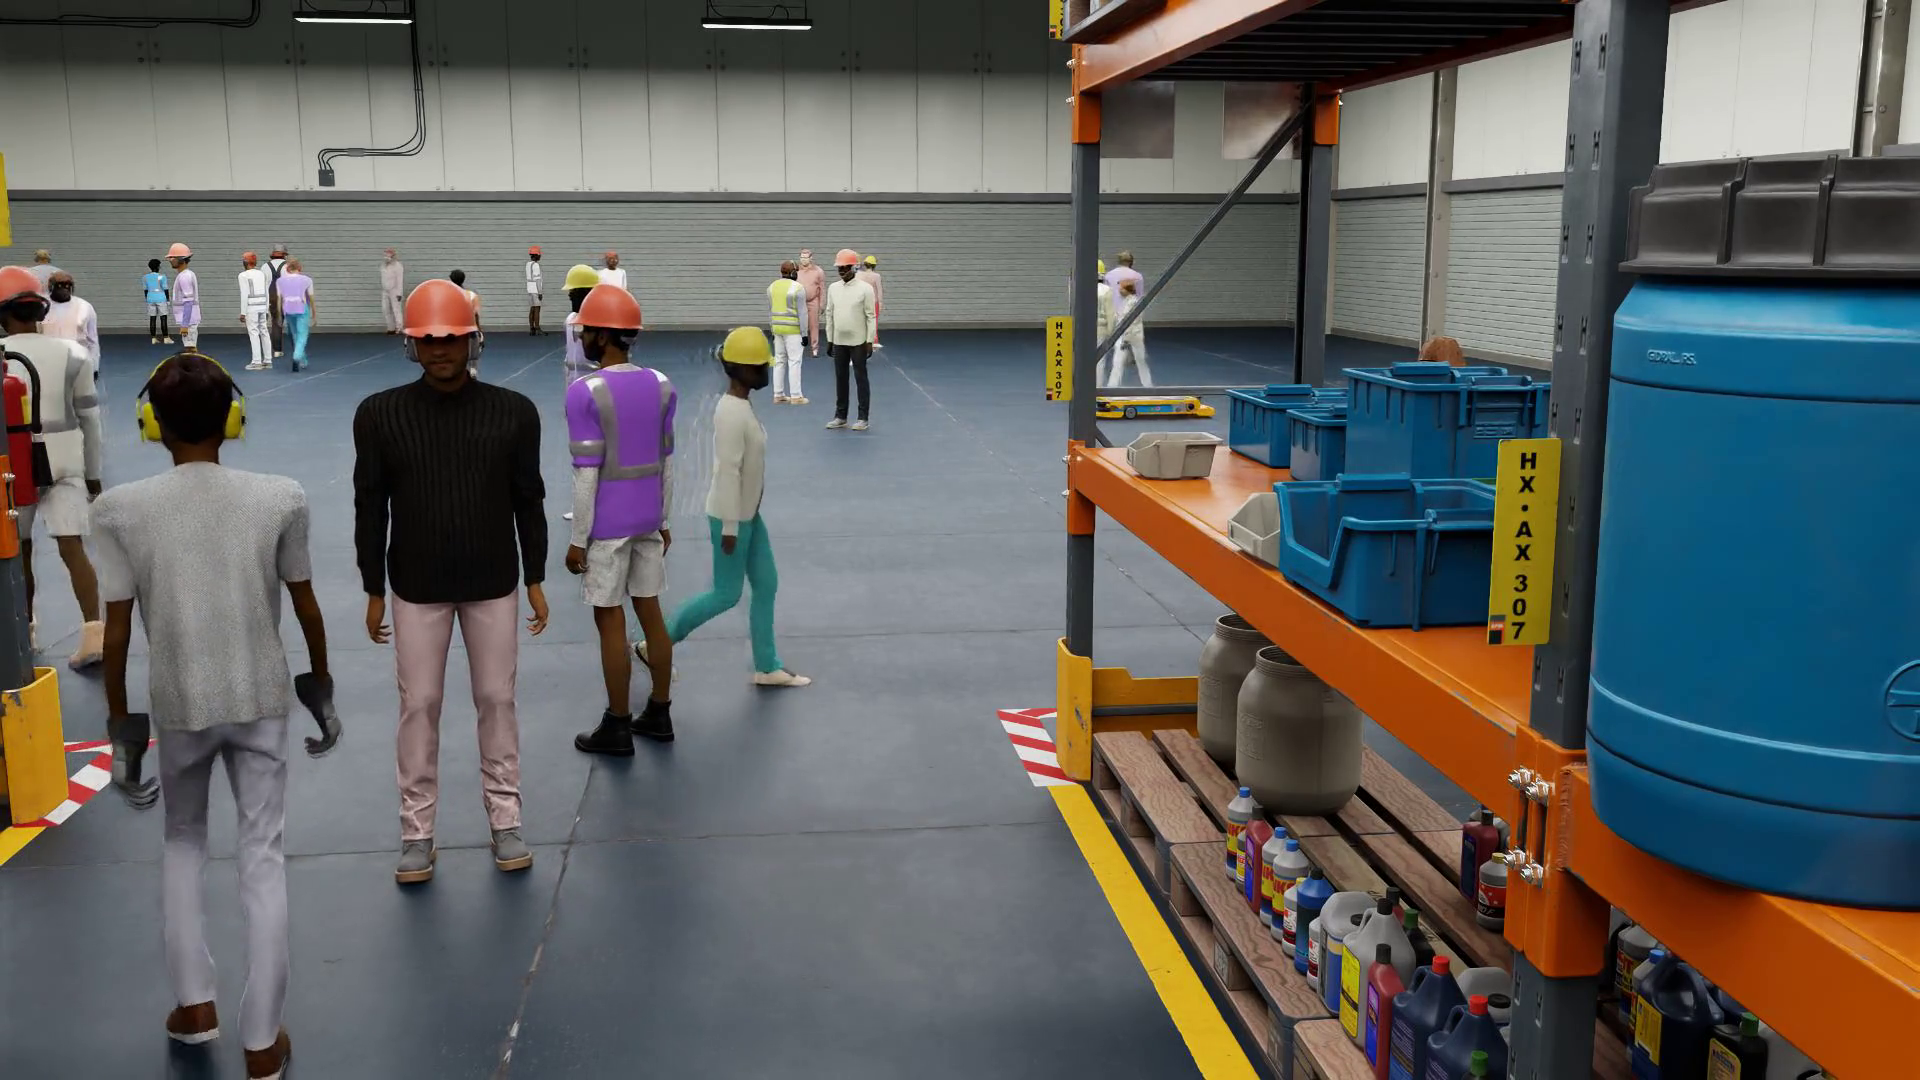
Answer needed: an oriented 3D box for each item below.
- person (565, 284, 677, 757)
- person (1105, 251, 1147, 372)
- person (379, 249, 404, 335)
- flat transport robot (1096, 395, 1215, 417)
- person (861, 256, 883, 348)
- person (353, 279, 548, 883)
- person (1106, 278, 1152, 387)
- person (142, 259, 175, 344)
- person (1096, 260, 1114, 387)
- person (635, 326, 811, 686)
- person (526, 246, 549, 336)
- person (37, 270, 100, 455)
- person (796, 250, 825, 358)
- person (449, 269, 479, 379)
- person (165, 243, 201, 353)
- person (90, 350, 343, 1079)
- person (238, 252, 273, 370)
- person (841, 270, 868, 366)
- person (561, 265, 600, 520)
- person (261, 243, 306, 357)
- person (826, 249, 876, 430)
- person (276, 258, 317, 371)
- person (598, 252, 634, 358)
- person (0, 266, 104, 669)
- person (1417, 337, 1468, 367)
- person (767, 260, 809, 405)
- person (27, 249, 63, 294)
[{"bbox_3d":[-1.416,-0.078,6.874,0.352,1.939,0.552,7,13,34],"label":"person"},{"bbox_3d":[2.656,-3.603,26.319,0.661,1.889,0.989,7,12,32],"label":"person"},{"bbox_3d":[-12.287,-5.363,36.040,0.666,1.870,0.520,5,11,24],"label":"person"},{"bbox_3d":[2.247,-1.601,19.802,1.431,0.197,0.652,-2,10,-11],"label":"flat transport robot"},{"bbox_3d":[-1.722,-4.577,32.021,0.533,1.768,0.311,5,11,25],"label":"person"},{"bbox_3d":[-1.672,0.142,5.521,0.614,1.993,0.395,-4,11,-19],"label":"person"},{"bbox_3d":[2.124,-2.547,21.311,0.830,1.591,0.543,-2,11,-12],"label":"person"},{"bbox_3d":[-15.962,-4.738,33.087,0.533,1.698,0.318,1,10,6],"label":"person"},{"bbox_3d":[1.765,-2.750,21.816,0.595,1.832,0.403,7,13,35],"label":"person"},{"bbox_3d":[-1.118,-0.127,7.717,0.748,1.732,0.545,0,10,-3],"label":"person"},{"bbox_3d":[-9.152,-5.375,35.919,0.358,1.938,0.548,-8,13,-36],"label":"person"},{"bbox_3d":[-8.613,-1.681,15.990,0.636,1.820,0.530,-5,12,-27],"label":"person"},{"bbox_3d":[-2.716,-4.173,29.422,0.649,1.904,0.401,0,10,3],"label":"person"},{"bbox_3d":[-6.997,-2.939,23.266,0.536,1.685,0.382,-5,12,-28],"label":"person"},{"bbox_3d":[-10.328,-2.921,22.178,0.373,2.044,0.606,-4,11,-22],"label":"person"},{"bbox_3d":[-1.877,0.445,4.277,0.538,1.848,0.622,-4,11,-20],"label":"person"},{"bbox_3d":[-11.377,-3.688,26.826,0.352,1.881,0.576,4,11,22],"label":"person"},{"bbox_3d":[-1.798,-3.813,27.461,0.488,1.899,0.661,-6,12,-30],"label":"person"},{"bbox_3d":[-2.759,-1.081,12.412,0.594,1.924,0.382,9,14,40],"label":"person"},{"bbox_3d":[-12.073,-4.292,29.704,0.676,2.000,0.536,0,10,1],"label":"person"},{"bbox_3d":[-1.223,-2.209,18.406,0.614,1.993,0.395,6,12,29],"label":"person"},{"bbox_3d":[-10.607,-3.599,26.572,0.572,1.814,0.876,0,10,-3],"label":"person"},{"bbox_3d":[-6.014,-4.099,29.112,0.621,1.864,0.690,-9,14,-41],"label":"person"},{"bbox_3d":[-4.556,-0.354,8.252,1.032,1.999,0.624,10,14,44],"label":"person"},{"bbox_3d":[2.406,-0.204,8.406,0.507,1.633,0.278,-10,14,-42],"label":"person"},{"bbox_3d":[-2.173,-2.647,21.259,0.628,1.836,0.429,8,13,38],"label":"person"},{"bbox_3d":[-14.696,-3.710,26.790,0.637,1.938,0.357,-8,13,-38],"label":"person"}]
